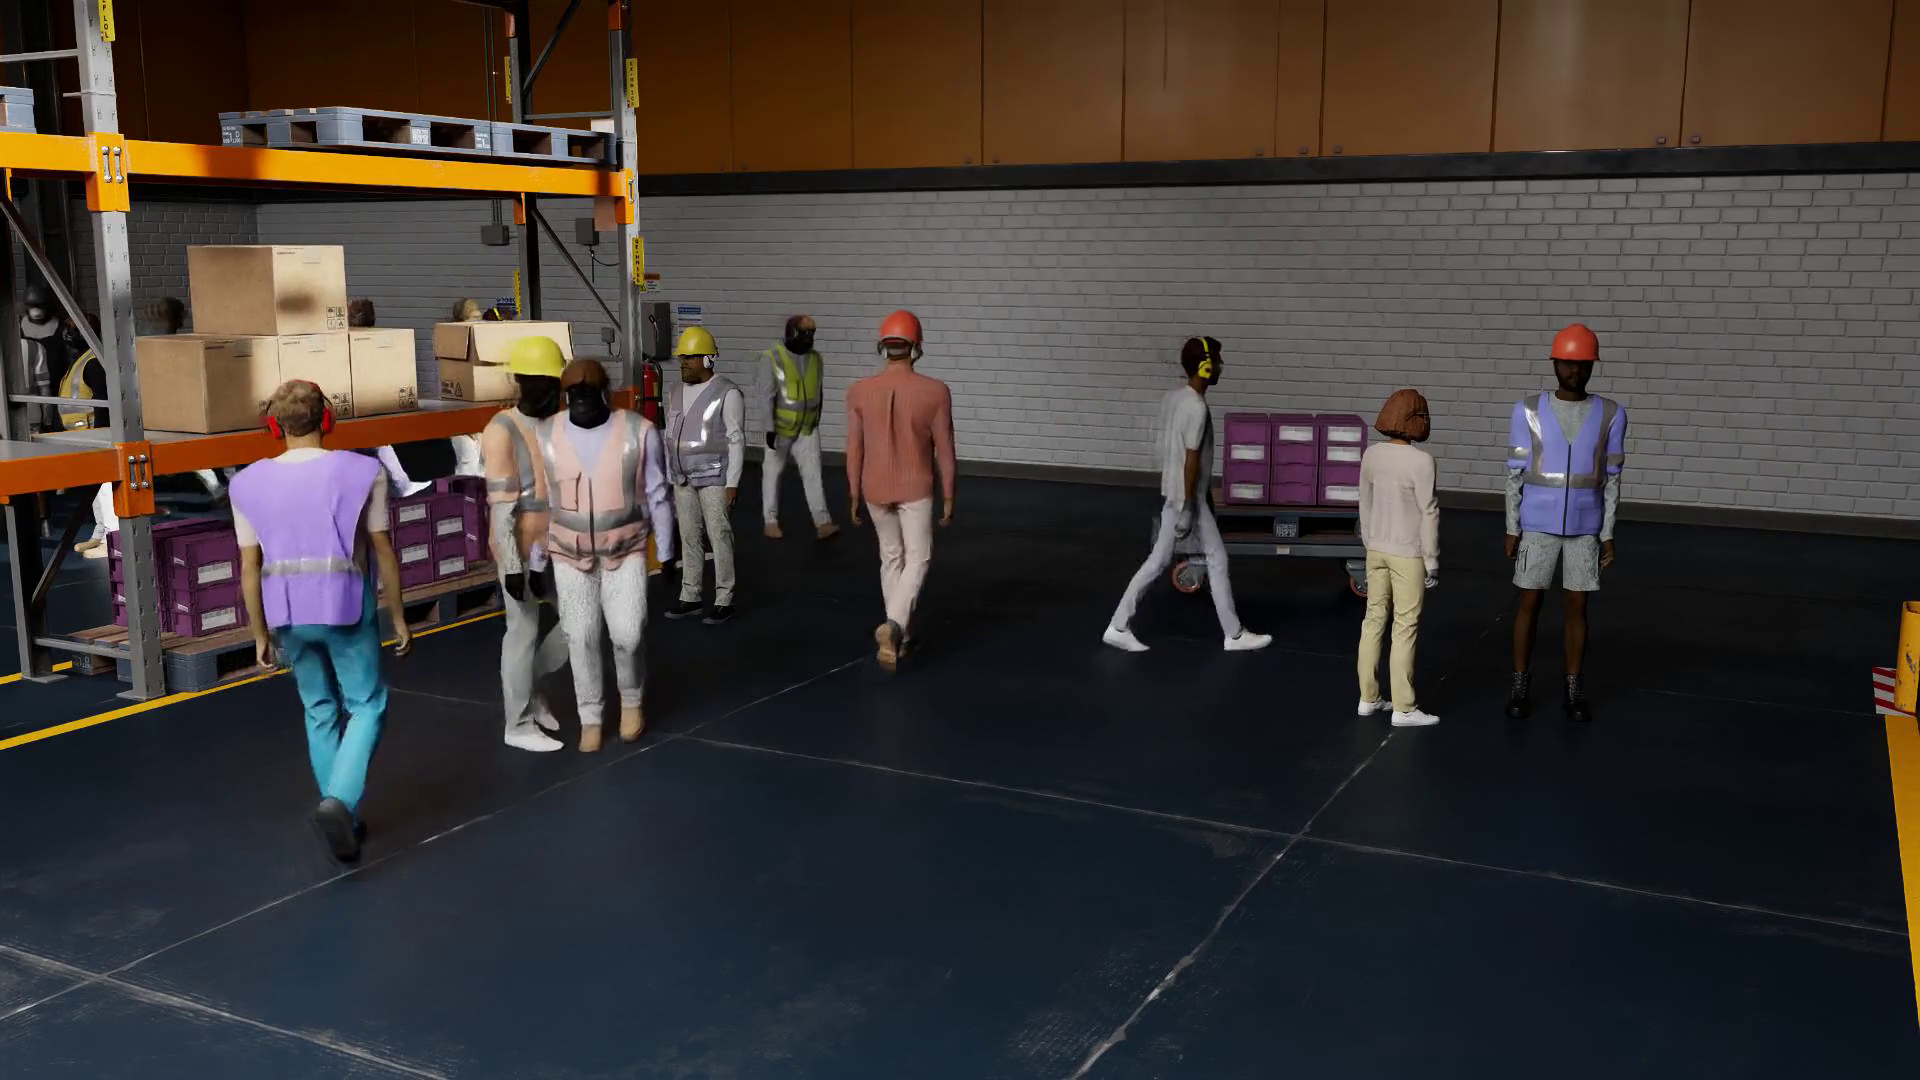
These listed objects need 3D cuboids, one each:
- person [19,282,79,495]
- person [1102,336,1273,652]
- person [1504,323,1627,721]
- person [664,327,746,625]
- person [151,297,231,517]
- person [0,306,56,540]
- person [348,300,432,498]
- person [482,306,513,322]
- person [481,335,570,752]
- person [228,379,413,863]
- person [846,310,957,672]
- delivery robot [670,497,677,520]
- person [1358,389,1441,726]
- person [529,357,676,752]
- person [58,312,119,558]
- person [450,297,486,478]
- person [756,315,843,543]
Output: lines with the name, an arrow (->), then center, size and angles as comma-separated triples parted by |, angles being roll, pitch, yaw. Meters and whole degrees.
person -> -8.658, -1.451, 15.777 | 0.687, 2.000, 0.675 | -4, 10, -21
person -> 1.279, -0.244, 9.445 | 0.995, 1.825, 0.536 | -2, 10, -14
person -> 2.940, -0.080, 8.121 | 0.544, 1.943, 0.347 | 2, 10, 13
person -> -1.603, -0.397, 10.275 | 0.600, 1.831, 0.404 | 6, 12, 33
person -> -6.769, -1.157, 14.480 | 1.017, 1.884, 0.644 | -5, 11, -26
person -> -7.555, -0.967, 13.280 | 0.552, 1.933, 0.364 | -7, 12, -36
person -> -5.309, -1.228, 15.013 | 0.993, 1.851, 0.676 | -4, 11, -24
person -> -3.711, -1.019, 13.851 | 0.461, 1.839, 0.570 | -2, 10, -10
person -> -1.927, 0.029, 7.573 | 0.429, 1.914, 0.590 | 4, 11, 22
person -> -2.369, 0.320, 6.164 | 0.608, 1.819, 0.627 | -1, 10, -5
person -> -0.343, -0.266, 9.126 | 0.631, 1.974, 0.839 | 3, 10, 17
delivery robot -> -2.415, -0.224, 12.698 | 0.477, 0.478, 0.707 | 9, 13, 42
person -> 2.131, 0.084, 8.067 | 0.286, 1.633, 0.500 | -5, 11, -28
person -> -1.644, 0.077, 7.581 | 0.671, 1.818, 0.442 | -1, 10, -5
person -> -6.533, -0.790, 12.526 | 0.429, 1.844, 0.622 | -7, 12, -35
person -> -3.941, -0.979, 13.369 | 0.441, 1.927, 0.656 | 1, 10, 6
person -> -1.286, -0.860, 13.081 | 0.645, 1.784, 0.987 | -6, 12, -33
